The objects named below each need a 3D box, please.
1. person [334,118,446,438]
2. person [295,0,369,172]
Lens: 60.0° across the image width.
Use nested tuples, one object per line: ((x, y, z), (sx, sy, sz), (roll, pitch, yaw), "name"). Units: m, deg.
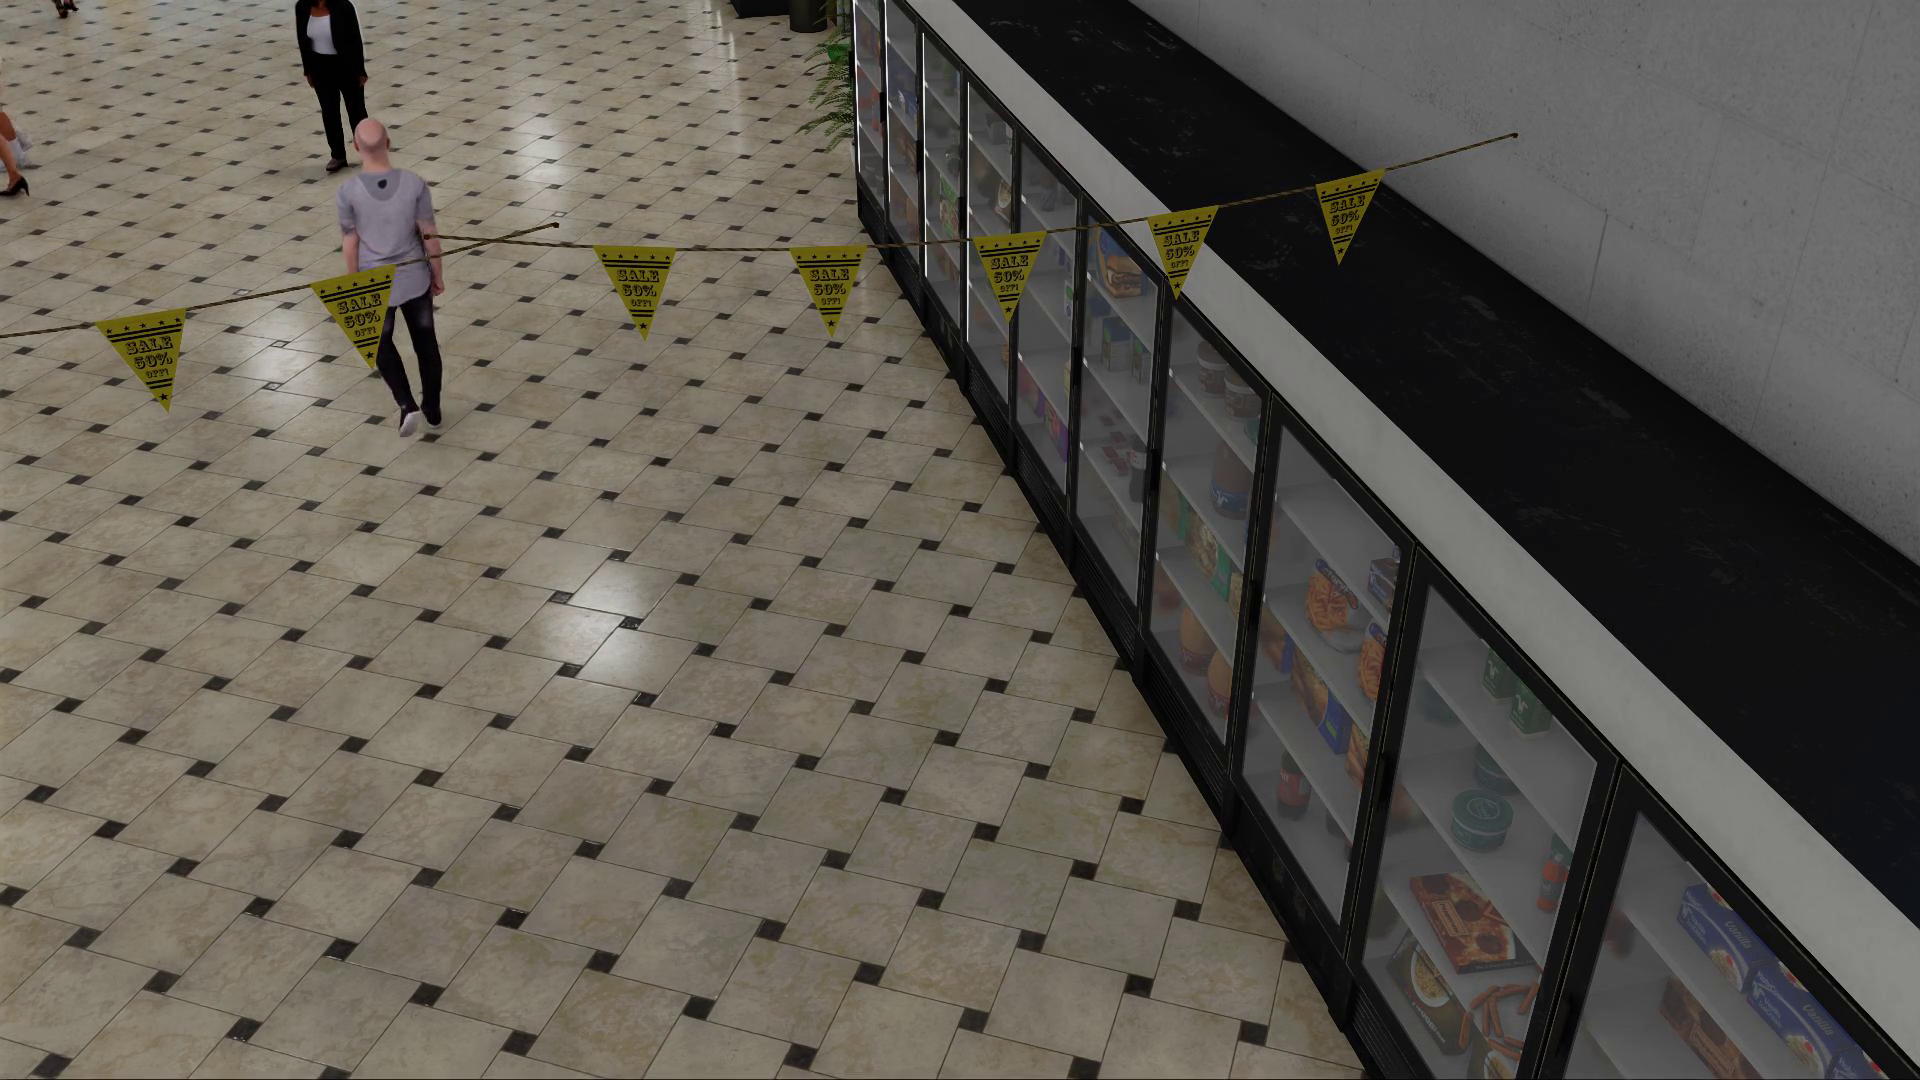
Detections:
((-3.091, -1.379, 9.140), (0.862, 1.823, 0.821), (-14, 35, -22), "person")
((-4.915, -3.717, 13.094), (0.606, 1.615, 0.737), (-3, 32, -5), "person")
